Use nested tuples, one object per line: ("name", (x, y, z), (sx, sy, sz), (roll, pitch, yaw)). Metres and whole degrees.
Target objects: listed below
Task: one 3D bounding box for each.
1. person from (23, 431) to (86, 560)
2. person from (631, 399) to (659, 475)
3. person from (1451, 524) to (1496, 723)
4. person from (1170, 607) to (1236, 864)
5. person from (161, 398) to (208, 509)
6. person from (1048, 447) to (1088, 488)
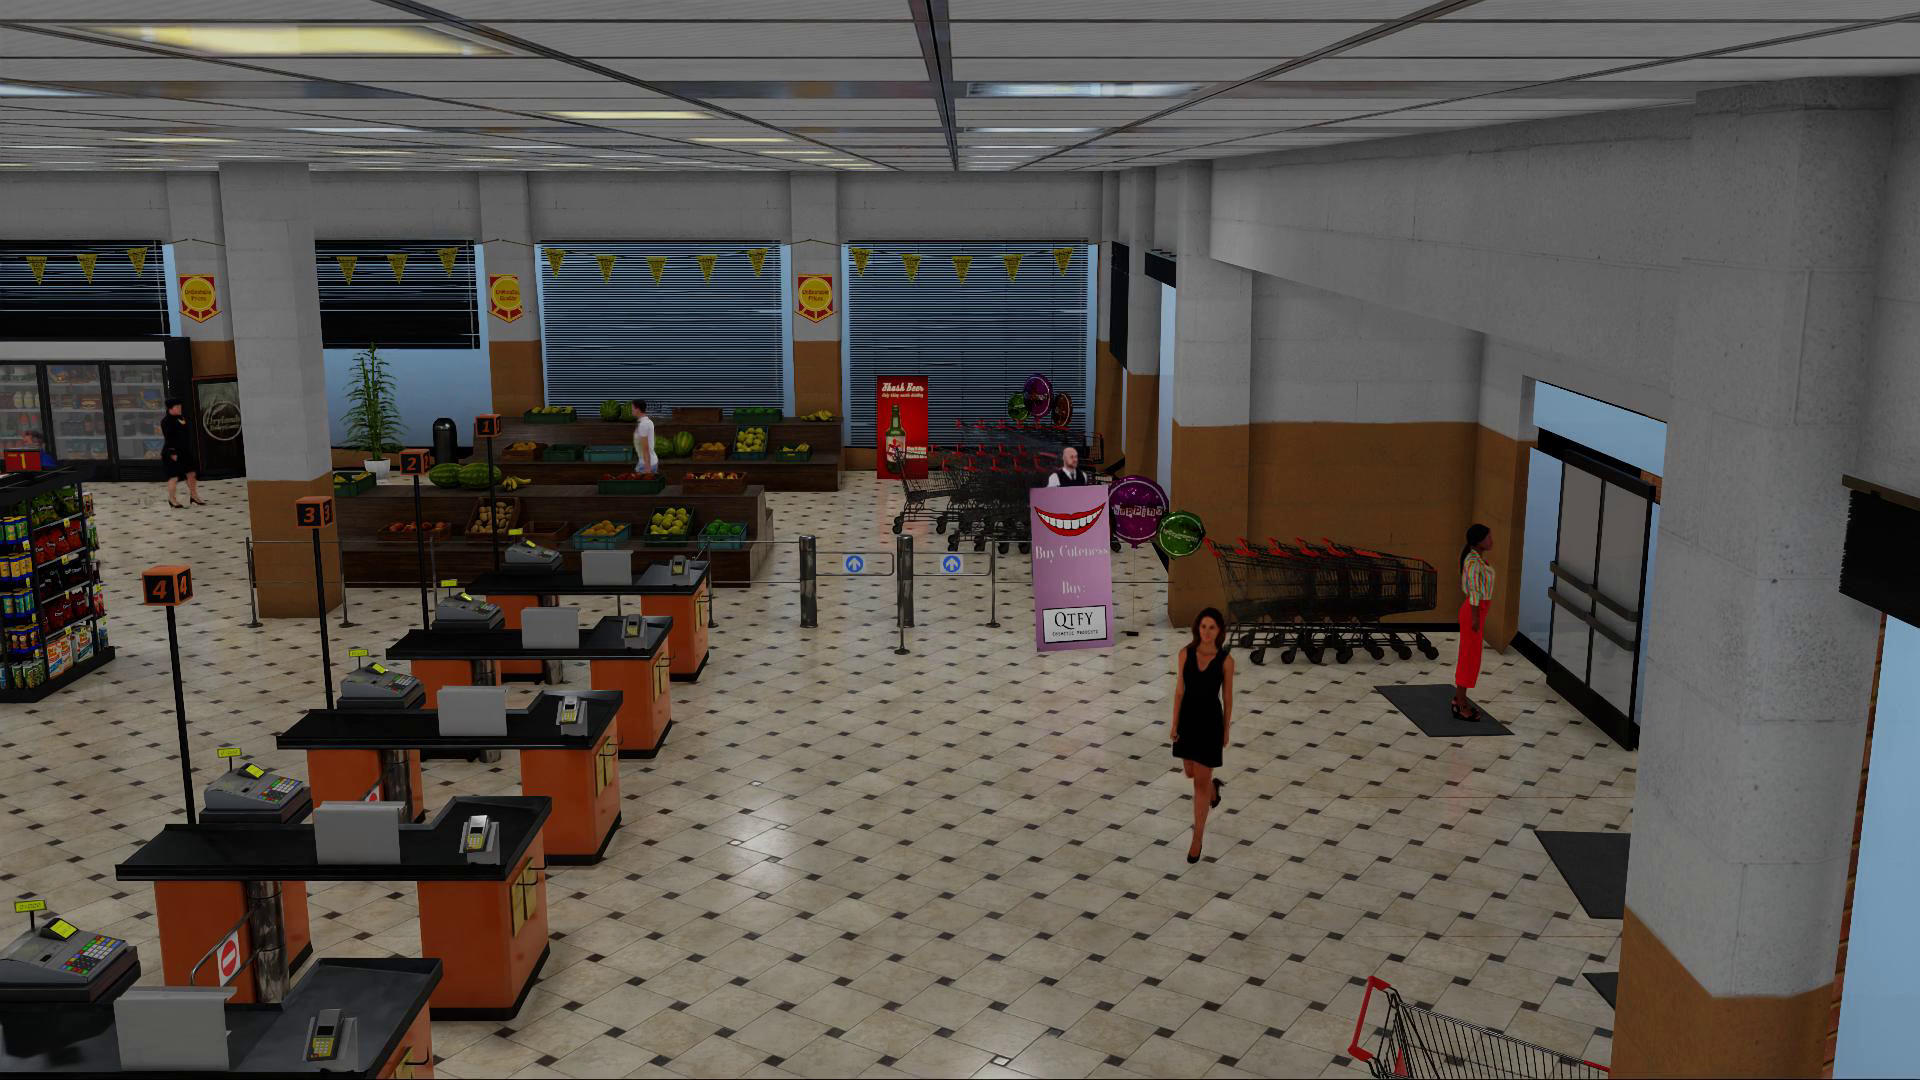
("person", (-11.242, -0.454, 20.547), (1.204, 1.805, 1.122), (-11, 16, -42))
("person", (-4.299, -1.051, 23.326), (0.722, 1.829, 0.736), (1, 12, 3))
("person", (4.608, 0.732, 14.947), (0.619, 1.793, 0.652), (3, 12, 16))
("person", (1.743, 1.366, 11.896), (1.091, 1.809, 0.956), (5, 13, 24))
("person", (-11.757, -1.280, 24.830), (0.848, 1.656, 0.791), (2, 12, 11))
("person", (1.209, -0.170, 19.210), (1.170, 1.801, 1.124), (-8, 14, -32))
